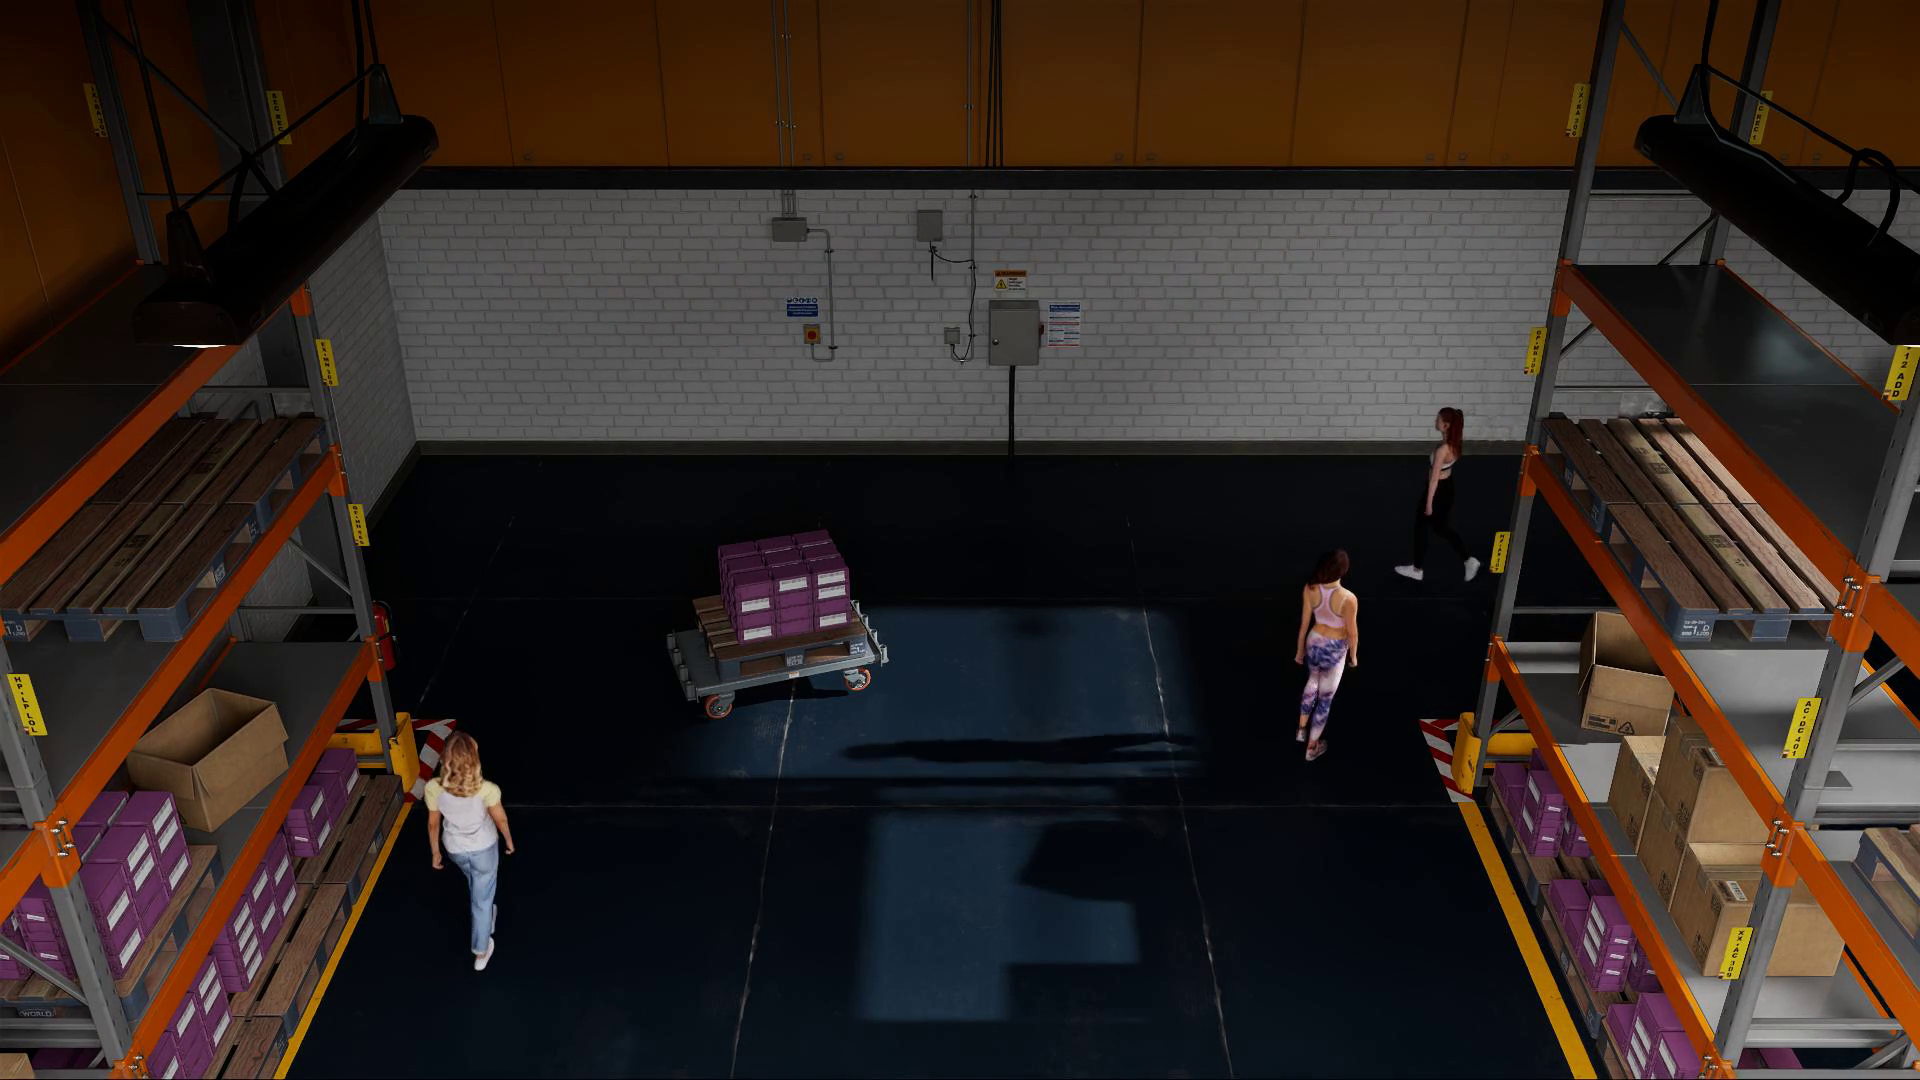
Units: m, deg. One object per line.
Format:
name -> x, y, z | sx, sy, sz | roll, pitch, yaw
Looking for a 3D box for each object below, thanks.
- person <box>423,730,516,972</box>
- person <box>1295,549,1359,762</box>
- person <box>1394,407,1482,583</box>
person -> -3.069, 1.994, 10.404 | 0.638, 1.708, 0.798 | 1, 29, 1
person -> 2.683, 0.894, 12.369 | 0.722, 1.757, 0.776 | 20, 35, 32
person -> 4.315, -0.357, 14.699 | 1.028, 1.723, 1.005 | 21, 35, 34
